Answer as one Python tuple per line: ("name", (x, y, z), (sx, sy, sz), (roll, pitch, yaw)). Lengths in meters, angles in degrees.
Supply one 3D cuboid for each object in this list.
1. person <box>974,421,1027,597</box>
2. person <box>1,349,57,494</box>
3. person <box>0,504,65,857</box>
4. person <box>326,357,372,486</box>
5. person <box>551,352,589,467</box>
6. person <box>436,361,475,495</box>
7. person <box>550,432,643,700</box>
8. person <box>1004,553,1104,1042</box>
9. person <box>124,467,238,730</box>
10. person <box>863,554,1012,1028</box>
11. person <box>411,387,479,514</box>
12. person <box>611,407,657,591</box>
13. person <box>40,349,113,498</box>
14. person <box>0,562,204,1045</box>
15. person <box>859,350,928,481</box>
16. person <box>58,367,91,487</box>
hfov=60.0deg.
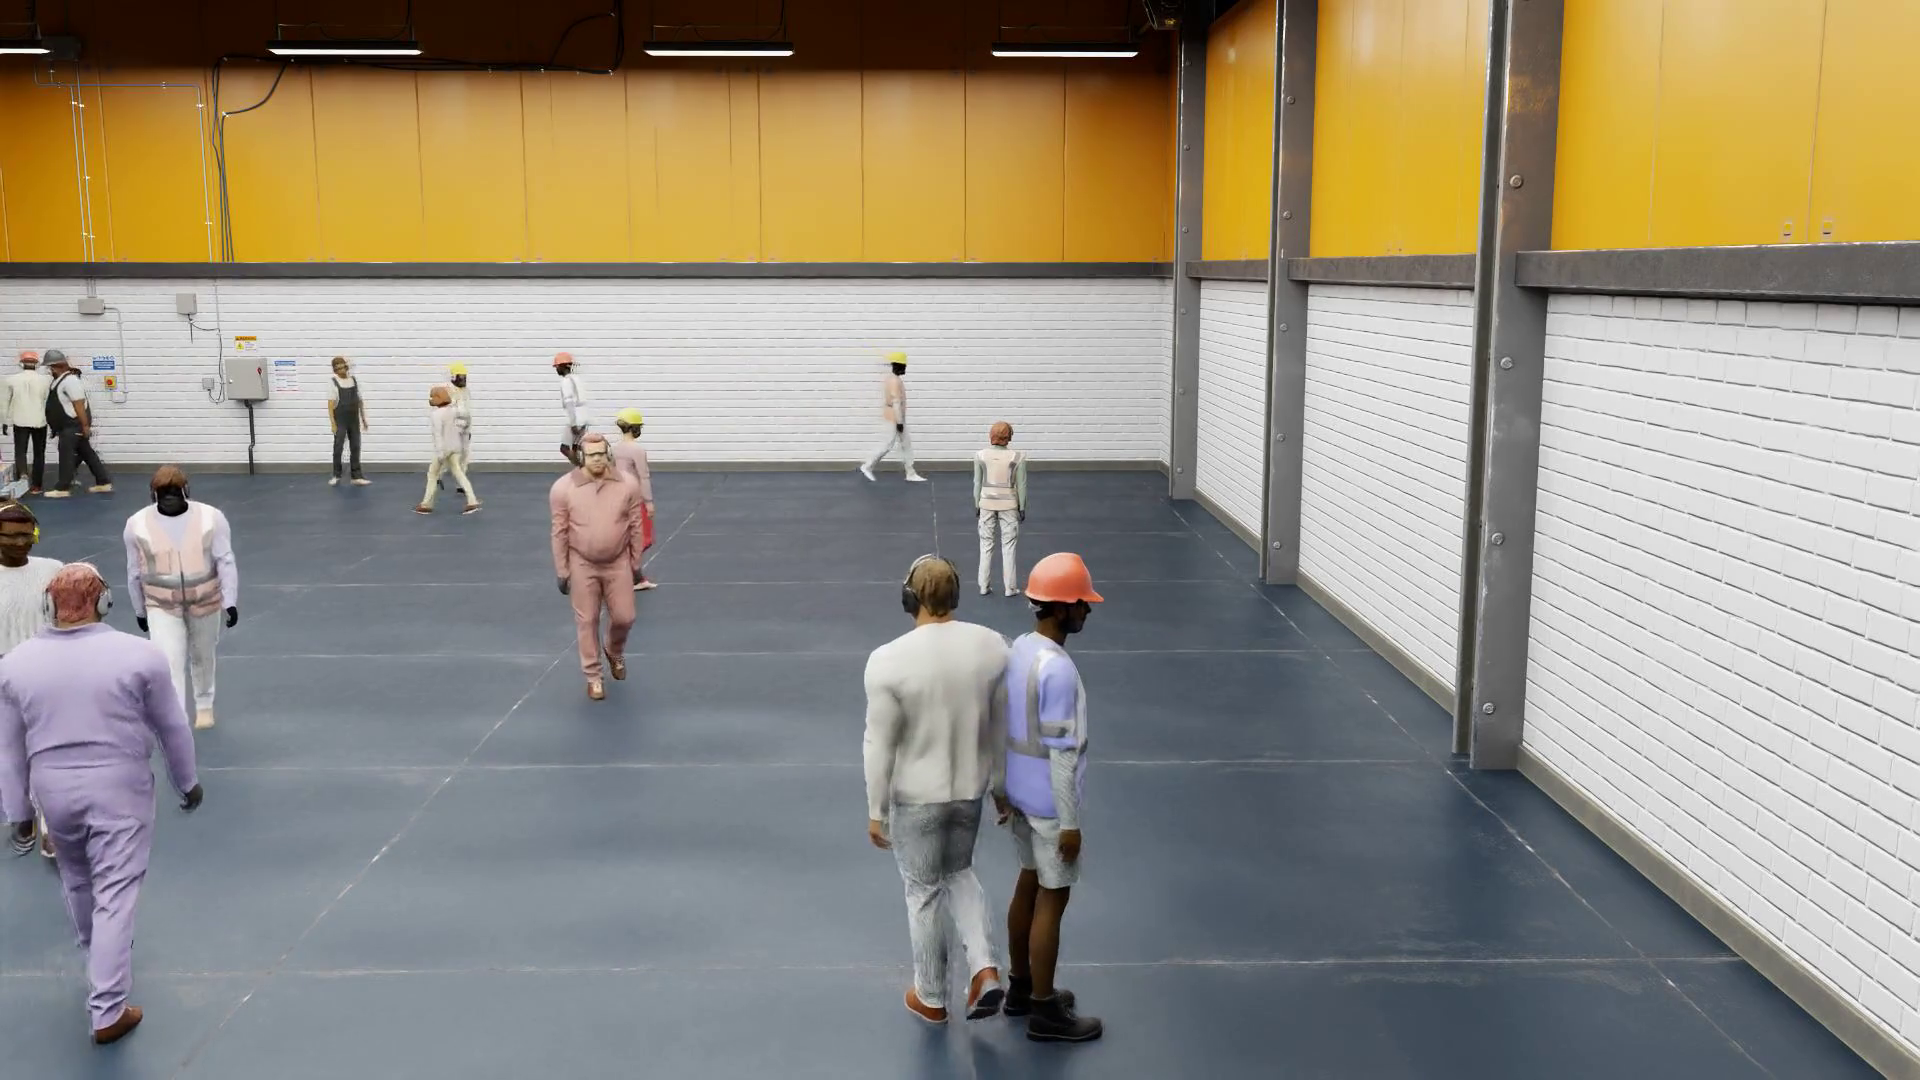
("person", (0.368, -0.284, 15.428), (0.509, 1.629, 0.314), (2, 10, 14))
("person", (-12.449, -1.560, 22.256), (0.669, 1.960, 0.755), (-4, 10, -22))
("person", (-4.840, 0.738, 8.553), (0.537, 1.823, 0.944), (-5, 11, -29))
("person", (-8.577, -1.640, 23.190), (0.388, 1.817, 0.618), (7, 11, 36))
("person", (-5.307, -1.609, 22.694), (0.519, 1.904, 0.576), (1, 9, 8))
("person", (-6.761, -1.486, 22.215), (0.560, 1.815, 0.627), (4, 10, 22))
("person", (-2.571, 0.173, 11.816), (0.644, 1.897, 0.487), (-4, 10, -22))
("person", (0.374, 1.005, 6.584), (0.371, 1.935, 0.551), (-3, 10, -16))
("person", (-4.979, 0.416, 10.674), (0.626, 1.797, 0.957), (-5, 10, -27))
("person", (-0.064, 1.016, 6.545), (0.651, 1.925, 0.504), (-5, 11, -30))
("person", (-6.370, -1.101, 20.555), (0.881, 1.585, 0.513), (2, 9, 11))
("person", (-3.064, -0.355, 15.465), (0.585, 1.752, 0.569), (-8, 12, -41))
("person", (-11.876, -1.611, 22.304), (0.896, 2.000, 0.694), (-7, 12, -37))
("person", (-3.465, 1.012, 6.779), (0.667, 1.864, 0.958), (-1, 9, -6))
("person", (-0.968, -1.760, 23.684), (0.927, 1.897, 0.596), (1, 9, 4))
("person", (-12.299, -1.544, 23.029), (0.618, 1.675, 0.362), (7, 12, 37))
